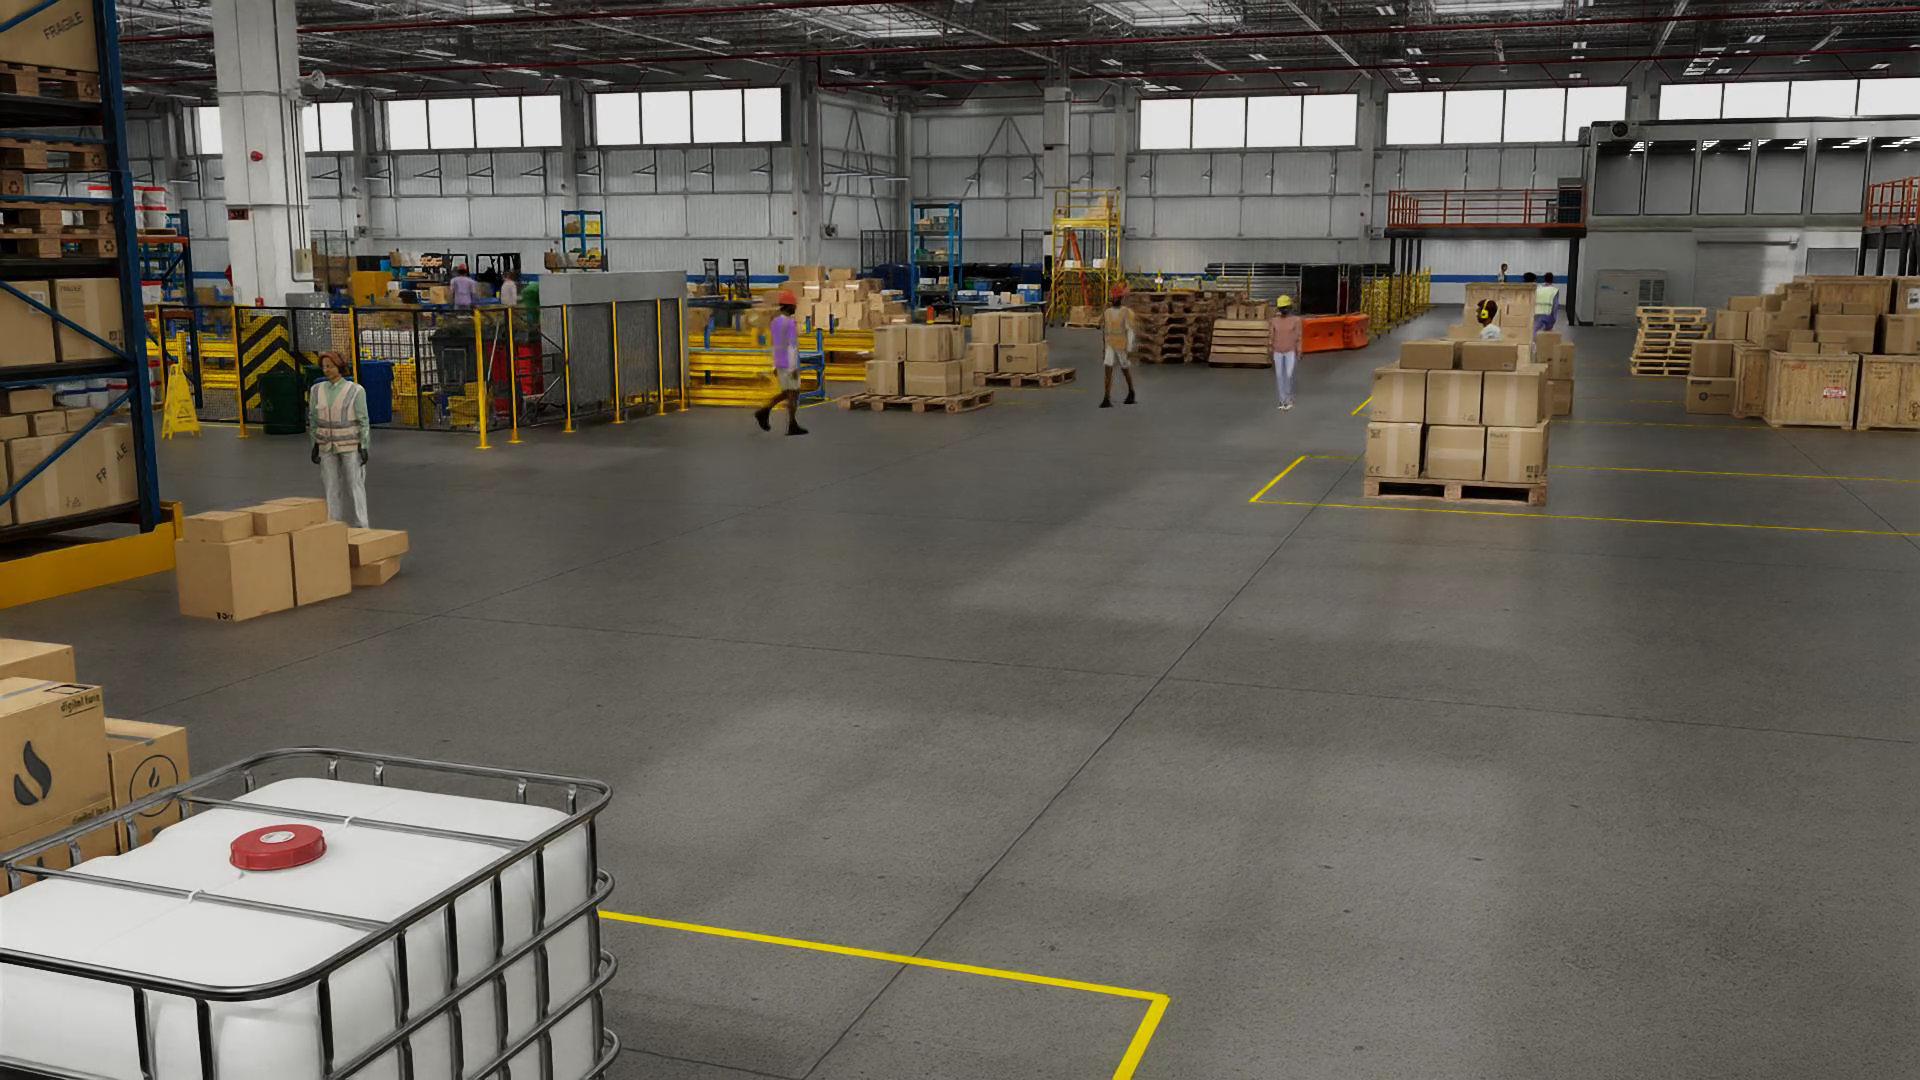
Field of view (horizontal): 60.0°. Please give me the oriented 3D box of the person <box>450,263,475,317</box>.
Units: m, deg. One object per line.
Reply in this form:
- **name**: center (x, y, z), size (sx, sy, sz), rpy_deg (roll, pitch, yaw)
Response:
- **person**: center (-12.961, -6.198, 43.376), size (0.640, 2.022, 0.531), rpy_deg (-5, 11, -24)

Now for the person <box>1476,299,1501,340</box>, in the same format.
- **person**: center (6.149, -1.878, 19.497), size (0.310, 1.869, 0.532), rpy_deg (6, 12, 32)

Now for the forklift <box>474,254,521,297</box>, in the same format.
- **forklift**: center (-17.990, -10.121, 64.684), size (1.157, 1.987, 2.680), rpy_deg (3, 11, 17)

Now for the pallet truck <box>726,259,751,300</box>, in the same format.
- **pallet truck**: center (-7.986, -9.493, 62.019), size (0.823, 1.965, 1.885), rpy_deg (3, 11, 17)

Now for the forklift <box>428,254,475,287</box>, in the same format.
- **forklift**: center (-20.133, -10.254, 65.465), size (1.157, 1.987, 2.680), rpy_deg (3, 11, 19)

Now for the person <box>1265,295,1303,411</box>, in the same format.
- **person**: center (4.878, -2.822, 25.160), size (0.543, 1.734, 0.738), rpy_deg (5, 11, 24)

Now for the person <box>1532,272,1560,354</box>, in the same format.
- **person**: center (13.117, -5.062, 37.329), size (0.598, 1.902, 0.625), rpy_deg (7, 12, 36)

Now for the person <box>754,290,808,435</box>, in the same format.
- **person**: center (-2.328, -2.314, 21.811), size (0.622, 1.921, 0.550), rpy_deg (-6, 12, -30)

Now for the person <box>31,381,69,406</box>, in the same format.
- **person**: center (-11.552, -2.188, 21.154), size (0.899, 1.911, 0.551), rpy_deg (3, 11, 18)

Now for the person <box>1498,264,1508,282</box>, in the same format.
- **person**: center (19.314, -8.926, 59.274), size (0.344, 1.839, 0.504), rpy_deg (4, 11, 23)

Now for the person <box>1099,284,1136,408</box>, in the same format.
- **person**: center (2.482, -3.023, 25.872), size (0.553, 1.901, 0.949), rpy_deg (7, 12, 33)

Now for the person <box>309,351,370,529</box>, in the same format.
- **person**: center (-5.119, -0.741, 13.739), size (0.522, 1.638, 0.310), rpy_deg (2, 10, 11)

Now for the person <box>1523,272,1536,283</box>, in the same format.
- **person**: center (11.743, -4.628, 34.841), size (0.652, 1.944, 0.442), rpy_deg (-6, 12, -32)

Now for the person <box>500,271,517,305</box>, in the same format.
- **person**: center (-11.277, -5.740, 41.307), size (1.040, 1.841, 0.654), rpy_deg (2, 10, 10)

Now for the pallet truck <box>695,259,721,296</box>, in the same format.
- **pallet truck**: center (-9.165, -9.627, 62.776), size (0.823, 1.965, 1.885), rpy_deg (4, 11, 23)
